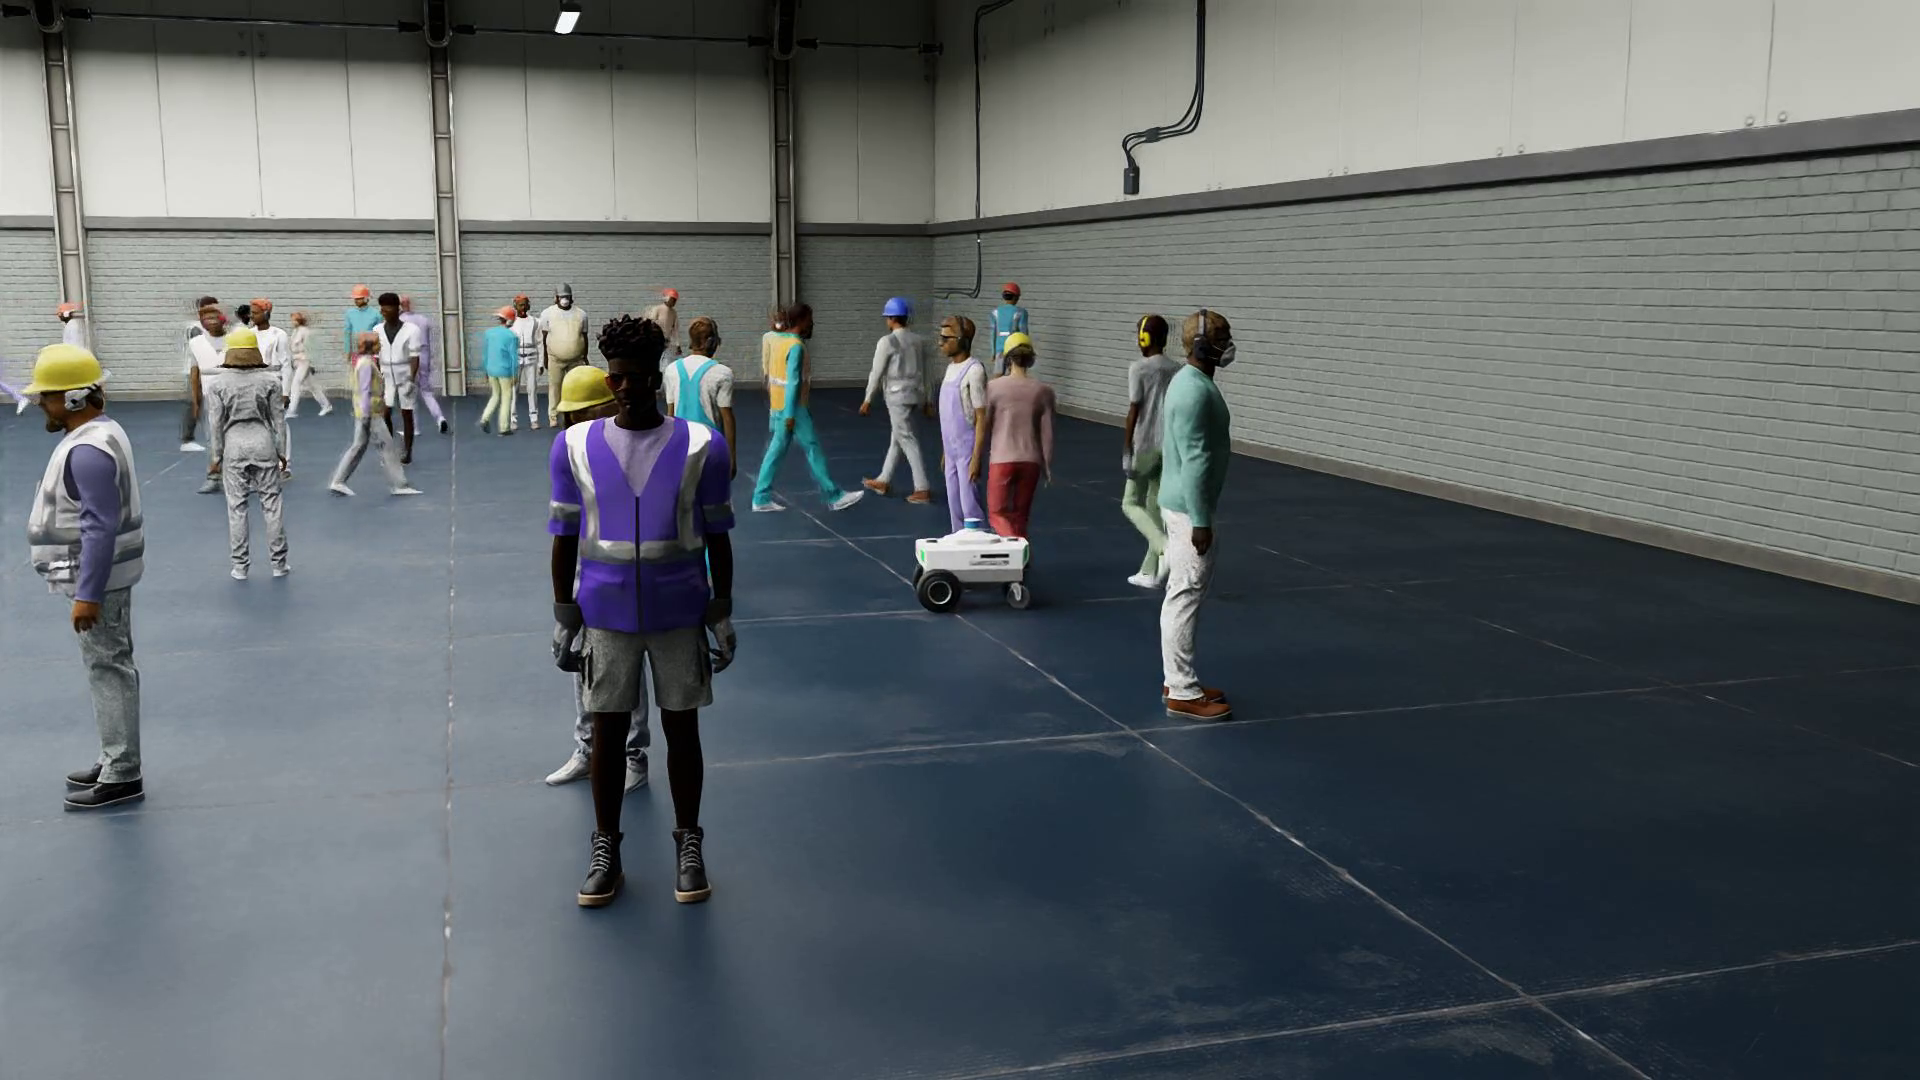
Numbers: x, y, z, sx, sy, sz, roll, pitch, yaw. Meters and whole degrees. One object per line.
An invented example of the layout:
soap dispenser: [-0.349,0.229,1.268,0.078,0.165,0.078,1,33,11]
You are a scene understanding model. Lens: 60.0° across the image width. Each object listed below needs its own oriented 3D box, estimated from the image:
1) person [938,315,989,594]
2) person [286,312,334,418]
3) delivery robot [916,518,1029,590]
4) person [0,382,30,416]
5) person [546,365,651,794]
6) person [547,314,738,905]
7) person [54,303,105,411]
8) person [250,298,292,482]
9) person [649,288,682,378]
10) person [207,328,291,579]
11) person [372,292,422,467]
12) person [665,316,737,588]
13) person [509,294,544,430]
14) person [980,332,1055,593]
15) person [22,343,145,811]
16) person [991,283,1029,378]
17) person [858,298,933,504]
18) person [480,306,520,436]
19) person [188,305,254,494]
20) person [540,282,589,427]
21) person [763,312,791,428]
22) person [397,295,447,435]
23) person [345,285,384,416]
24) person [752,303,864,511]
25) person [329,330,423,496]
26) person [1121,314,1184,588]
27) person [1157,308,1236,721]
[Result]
person: [0.016,-0.566,11.039,0.325,1.843,0.517,-4,10,-24]
person: [-9.888,-2.646,25.100,0.859,1.595,0.513,-7,11,-38]
delivery robot: [0.080,0.106,10.548,0.707,0.478,0.477,-1,9,-6]
person: [-14.601,-2.760,25.088,0.843,1.844,0.524,-2,9,-13]
person: [-1.471,0.164,6.726,0.484,1.738,0.305,6,11,33]
person: [-1.050,0.238,5.524,0.616,1.964,0.361,-1,9,-6]
person: [-13.817,-2.859,26.113,0.611,1.716,0.596,-6,11,-33]
person: [-7.103,-1.528,17.059,0.575,1.883,0.362,4,10,25]
person: [-5.146,-3.413,28.976,1.032,1.910,0.627,4,10,24]
person: [-4.951,-0.601,11.593,0.492,1.741,0.317,-4,10,-23]
person: [-6.230,-1.764,18.387,0.603,1.934,0.590,0,9,3]
person: [-1.736,-0.583,11.198,0.518,1.835,0.354,3,9,19]
person: [-6.051,-2.460,23.043,0.576,1.877,0.347,-3,10,-21]
person: [0.381,-0.490,10.906,0.573,1.728,0.664,-2,9,-15]
person: [-3.435,0.143,6.565,0.403,1.830,0.588,-4,10,-23]
person: [0.761,-2.860,25.124,0.623,2.030,0.448,4,10,25]
person: [-0.591,-1.301,15.544,0.977,1.895,0.619,7,11,36]
person: [-6.089,-2.239,22.090,0.601,1.725,0.547,5,10,29]
person: [-7.163,-1.358,16.158,0.637,1.827,0.383,-2,9,-15]
person: [-5.550,-2.609,23.453,0.678,2.000,0.537,-4,10,-23]
person: [-2.499,-2.362,23.204,0.498,1.627,0.280,-1,9,-3]
person: [-7.219,-2.313,22.104,0.601,1.876,0.668,4,10,24]
person: [-9.064,-2.879,25.339,0.612,1.987,0.399,0,9,1]
person: [-1.402,-1.171,14.851,1.023,1.862,0.616,-2,9,-14]
person: [-5.647,-1.202,15.899,0.838,1.602,0.533,-3,9,-20]
person: [1.318,-0.577,11.109,0.561,1.842,0.548,-6,11,-34]
person: [1.126,-0.125,7.930,0.374,1.941,0.627,1,9,7]
